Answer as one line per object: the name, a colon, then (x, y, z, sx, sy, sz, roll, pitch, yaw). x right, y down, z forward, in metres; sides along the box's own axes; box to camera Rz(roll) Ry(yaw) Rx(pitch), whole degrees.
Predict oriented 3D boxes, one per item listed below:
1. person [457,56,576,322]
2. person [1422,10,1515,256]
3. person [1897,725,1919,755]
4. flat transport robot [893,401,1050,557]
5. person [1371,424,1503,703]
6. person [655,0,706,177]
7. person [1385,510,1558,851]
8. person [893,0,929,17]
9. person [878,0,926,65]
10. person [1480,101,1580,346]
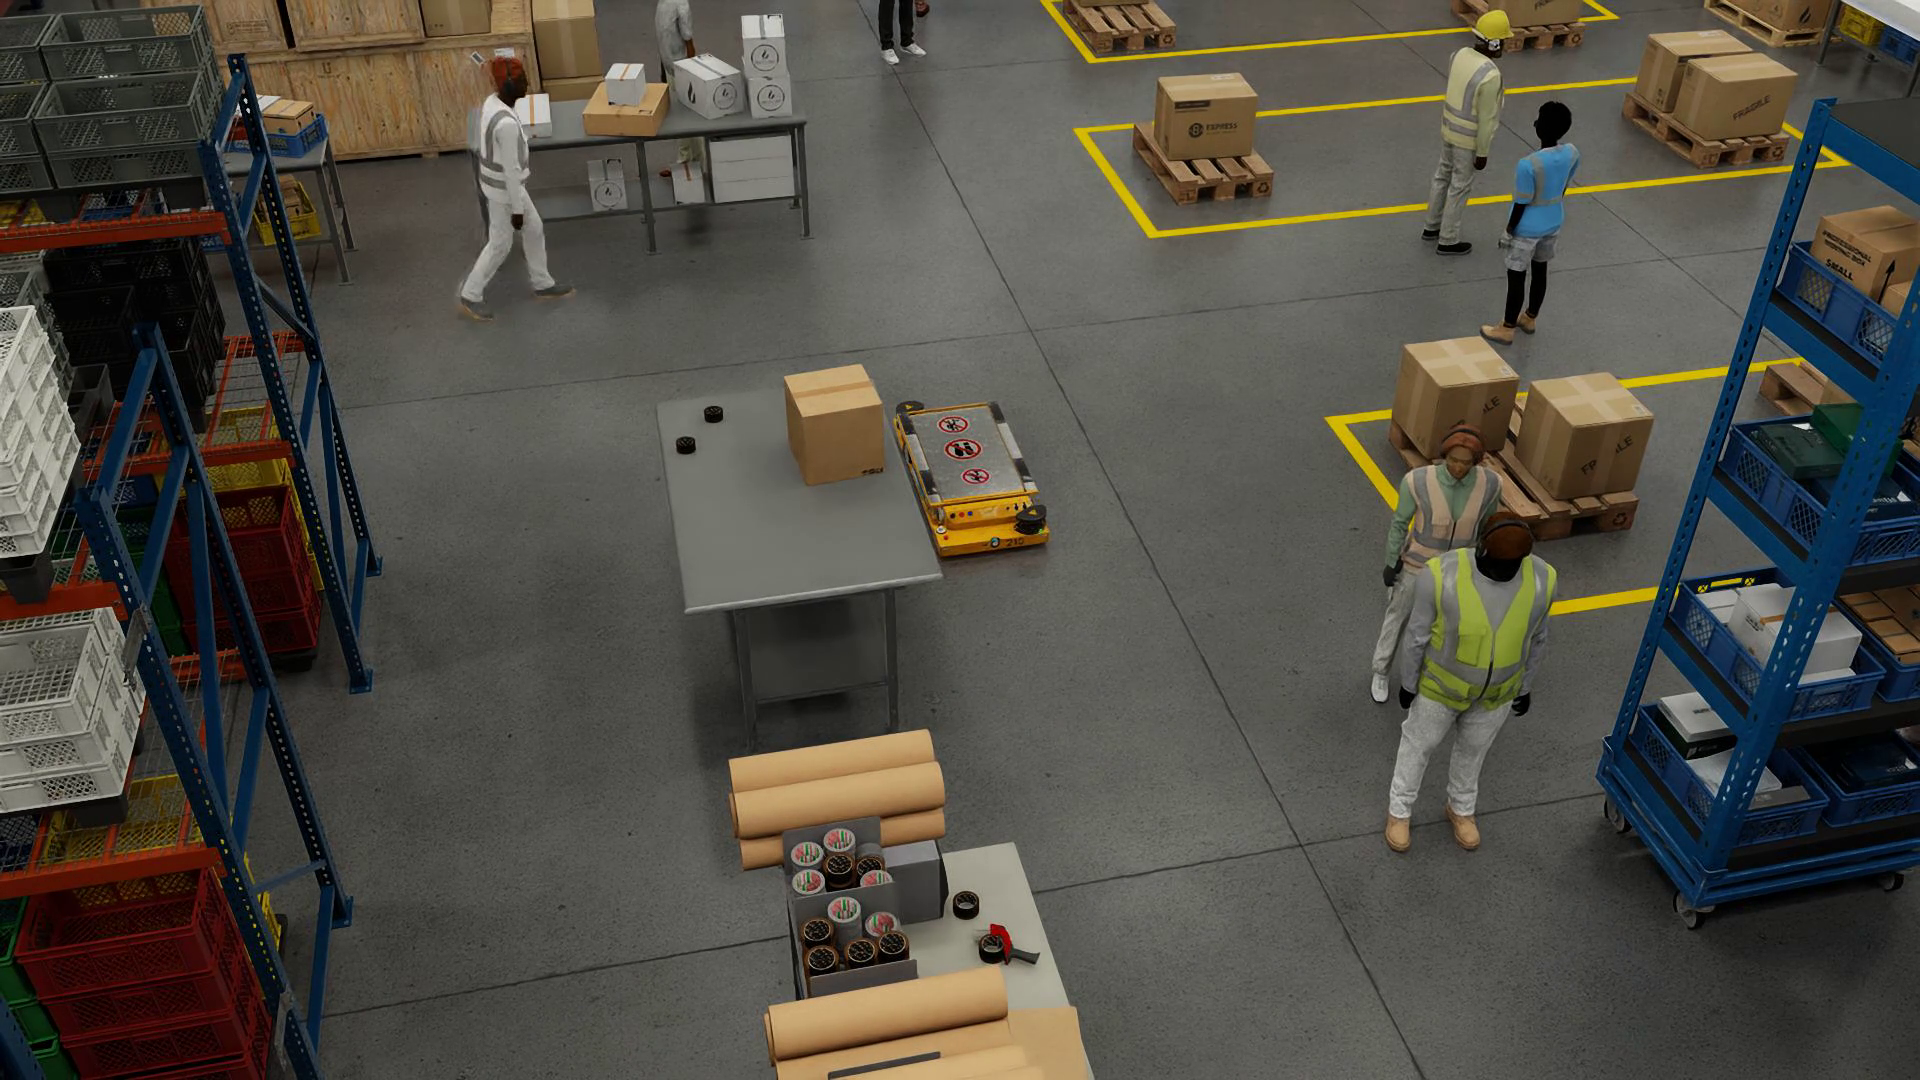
person: (-3.219, -2.412, 11.486, 0.831, 1.840, 0.595, -10, 38, -13)
person: (3.752, -2.995, 12.267, 0.404, 1.824, 0.595, -8, 37, -11)
person: (4.664, 0.339, 7.659, 0.457, 1.980, 0.643, 0, 37, 0)
flat transport robot: (0.046, -0.430, 10.108, 0.652, 0.197, 1.431, -8, 37, -10)
person: (2.350, 0.125, 8.224, 0.523, 1.636, 0.310, -1, 37, -1)
person: (-2.254, -3.699, 13.171, 0.327, 1.874, 0.521, -20, 41, -24)
person: (2.250, 0.638, 7.372, 0.623, 1.839, 0.429, 0, 37, 0)
person: (-0.550, -6.179, 16.487, 0.647, 1.900, 0.395, 6, 37, 8)
person: (-0.567, -5.439, 15.471, 0.593, 1.920, 0.392, -26, 44, -31)
person: (3.853, -2.122, 11.194, 0.531, 1.697, 0.322, -21, 42, -26)
